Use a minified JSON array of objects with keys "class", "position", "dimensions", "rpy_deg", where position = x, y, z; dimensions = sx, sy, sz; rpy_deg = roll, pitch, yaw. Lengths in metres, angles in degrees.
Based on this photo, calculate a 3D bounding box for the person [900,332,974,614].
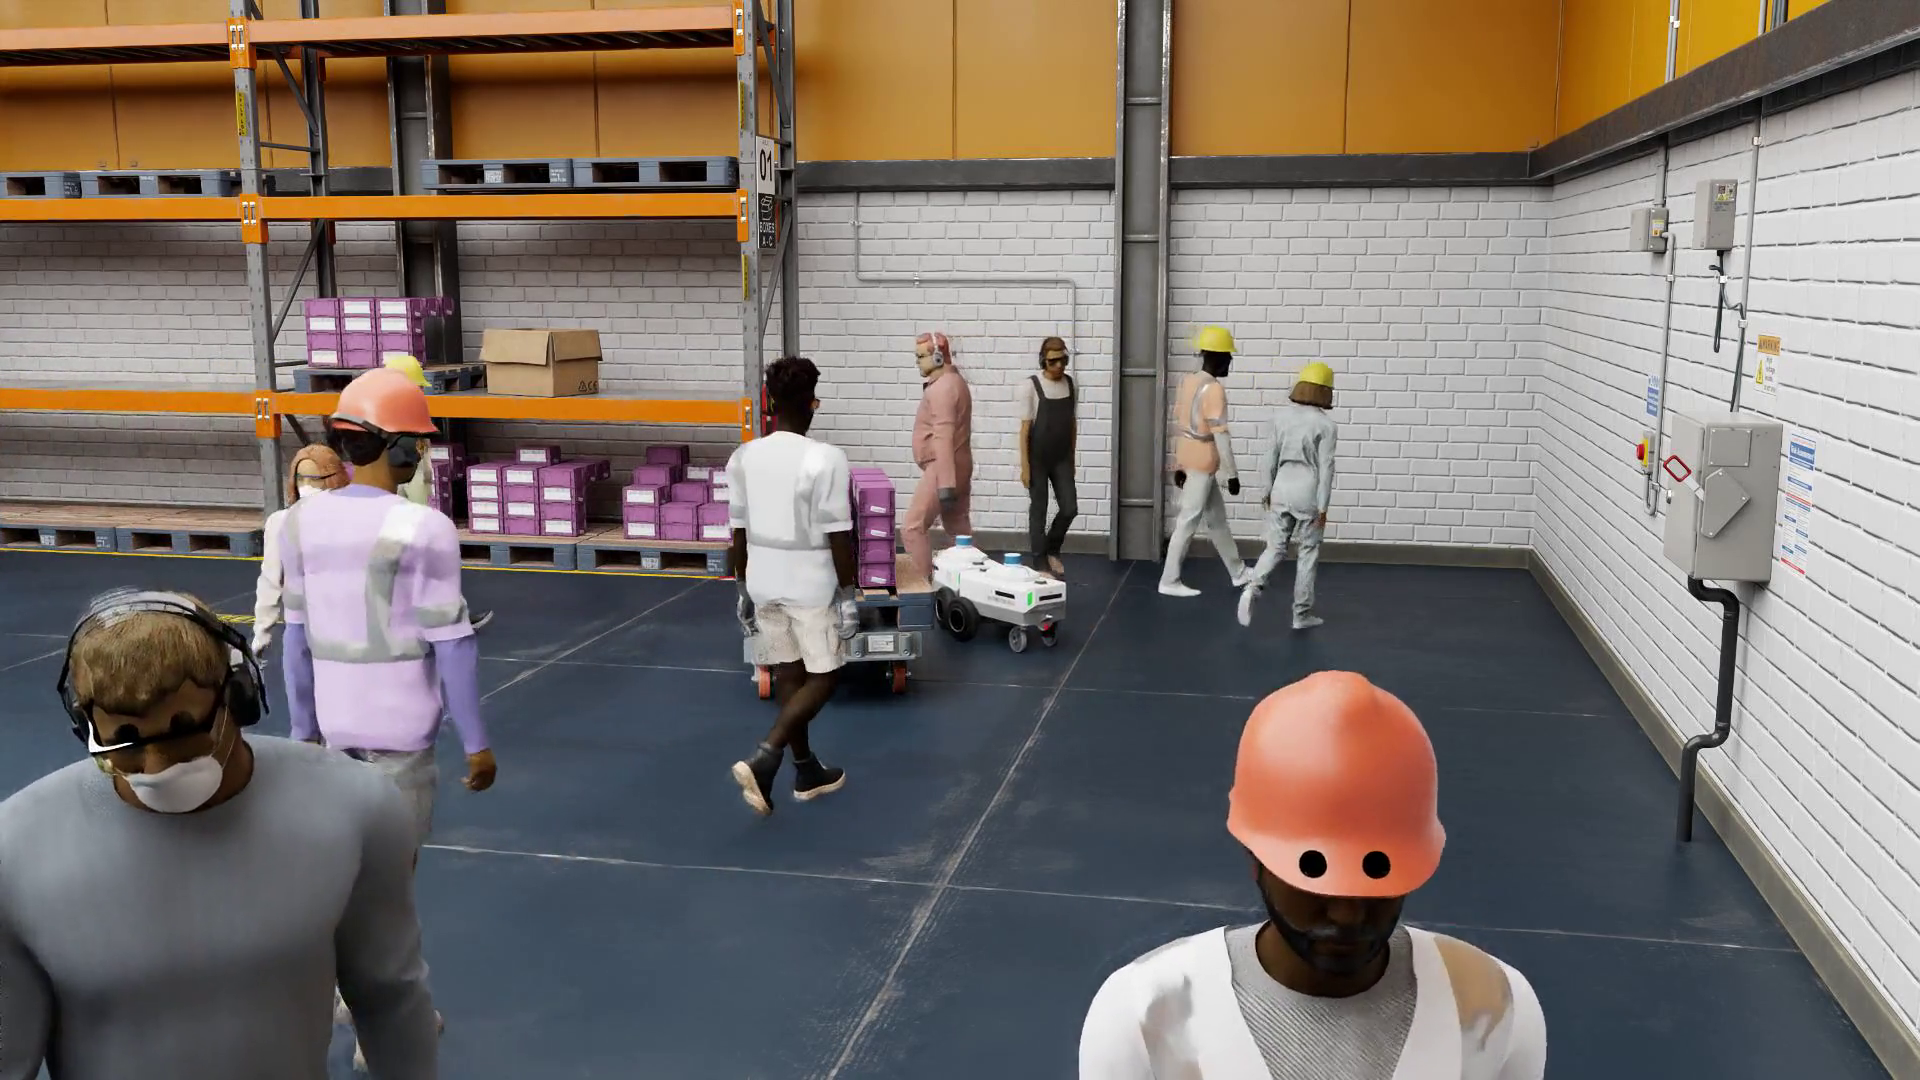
[{"class":"person","position":[-0.202,-0.420,10.911],"dimensions":[0.711,1.875,0.679],"rpy_deg":[2,10,9]}]

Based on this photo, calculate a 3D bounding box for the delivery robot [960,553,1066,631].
[{"class":"delivery robot","position":[0.320,0.324,10.141],"dimensions":[0.477,0.478,0.707],"rpy_deg":[-7,12,-38]}]

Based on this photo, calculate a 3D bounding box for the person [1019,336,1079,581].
[{"class":"person","position":[0.638,-0.557,11.941],"dimensions":[0.523,1.814,0.482],"rpy_deg":[-4,10,-25]}]

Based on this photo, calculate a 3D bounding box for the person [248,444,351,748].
[{"class":"person","position":[-2.590,0.424,6.688],"dimensions":[0.507,1.599,0.816],"rpy_deg":[2,10,11]}]

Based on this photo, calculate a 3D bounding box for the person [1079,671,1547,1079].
[{"class":"person","position":[0.399,1.068,1.957],"dimensions":[0.566,1.882,1.012],"rpy_deg":[1,9,4]}]

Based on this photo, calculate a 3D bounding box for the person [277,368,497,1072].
[{"class":"person","position":[-1.641,0.519,4.822],"dimensions":[0.624,2.020,0.510],"rpy_deg":[5,11,29]}]

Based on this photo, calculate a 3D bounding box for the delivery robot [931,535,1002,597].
[{"class":"delivery robot","position":[0.026,0.213,10.811],"dimensions":[0.477,0.478,0.707],"rpy_deg":[-3,10,-20]}]

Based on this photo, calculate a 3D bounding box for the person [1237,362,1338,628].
[{"class":"person","position":[2.066,-0.251,10.409],"dimensions":[0.539,1.708,0.674],"rpy_deg":[9,13,44]}]

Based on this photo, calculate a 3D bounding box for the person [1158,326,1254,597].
[{"class":"person","position":[1.796,-0.534,11.606],"dimensions":[0.927,1.881,0.602],"rpy_deg":[-1,10,-8]}]

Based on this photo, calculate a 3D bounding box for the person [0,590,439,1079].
[{"class":"person","position":[-1.081,0.979,2.406],"dimensions":[0.672,1.904,0.462],"rpy_deg":[-6,11,-31]}]

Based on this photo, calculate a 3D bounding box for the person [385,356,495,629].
[{"class":"person","position":[-3.308,-0.213,9.992],"dimensions":[0.941,1.769,0.606],"rpy_deg":[-5,11,-29]}]

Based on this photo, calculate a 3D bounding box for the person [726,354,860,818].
[{"class":"person","position":[-0.722,0.200,6.971],"dimensions":[0.624,1.950,0.731],"rpy_deg":[6,11,33]}]
